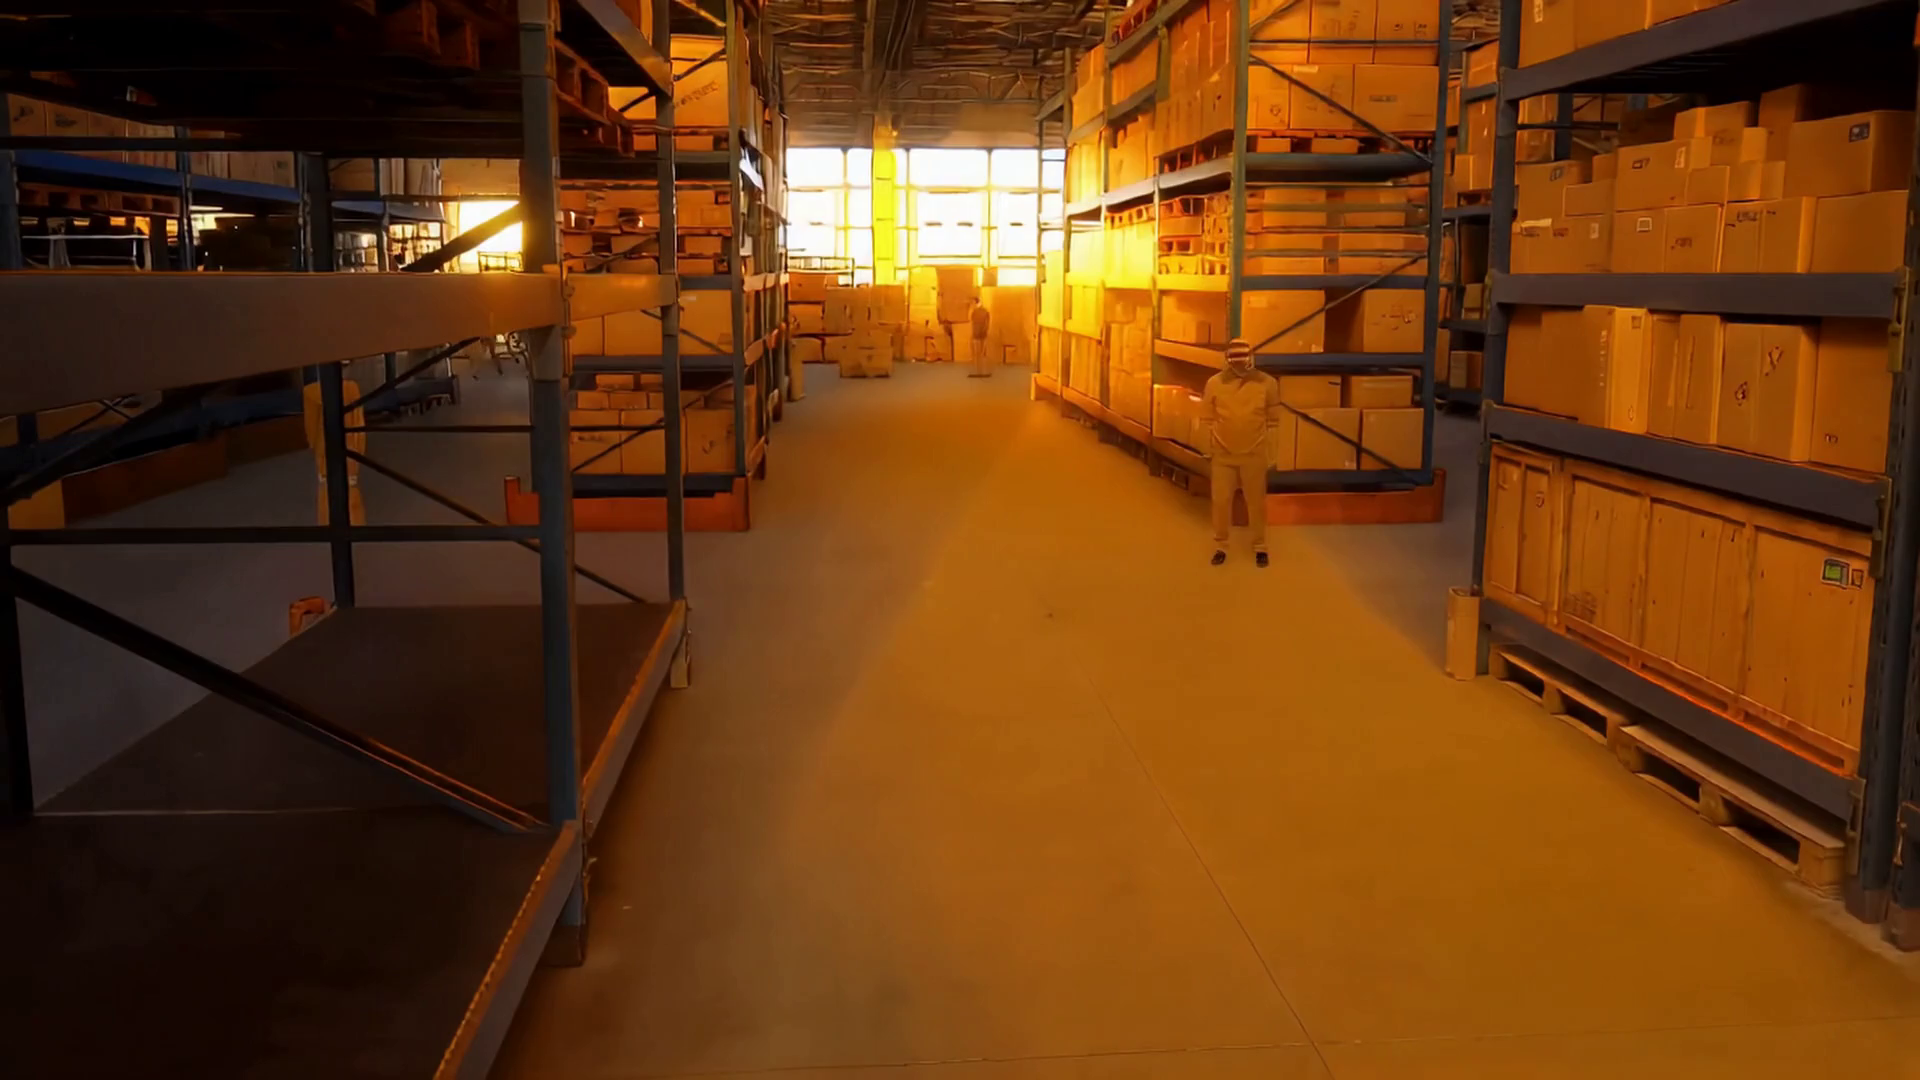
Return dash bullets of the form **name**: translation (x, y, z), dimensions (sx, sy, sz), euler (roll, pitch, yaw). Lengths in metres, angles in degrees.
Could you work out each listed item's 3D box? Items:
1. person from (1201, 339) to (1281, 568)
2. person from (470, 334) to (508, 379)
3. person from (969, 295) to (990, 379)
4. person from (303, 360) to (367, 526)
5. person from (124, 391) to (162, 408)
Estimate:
- **person**: translation (2.305, -0.702, 13.688), dimensions (0.652, 1.887, 0.440), euler (3, 10, 20)
- **person**: translation (-10.934, -4.511, 38.436), dimensions (0.808, 1.606, 0.523), euler (-6, 11, -32)
- **person**: translation (0.459, -4.721, 38.727), dimensions (0.355, 1.936, 0.635), euler (-5, 10, -28)
- **person**: translation (-5.679, -0.880, 15.152), dimensions (0.533, 1.765, 0.321), euler (-1, 9, -7)
- **person**: translation (-14.912, -3.376, 30.340), dimensions (0.634, 1.924, 0.701), euler (7, 11, 37)
